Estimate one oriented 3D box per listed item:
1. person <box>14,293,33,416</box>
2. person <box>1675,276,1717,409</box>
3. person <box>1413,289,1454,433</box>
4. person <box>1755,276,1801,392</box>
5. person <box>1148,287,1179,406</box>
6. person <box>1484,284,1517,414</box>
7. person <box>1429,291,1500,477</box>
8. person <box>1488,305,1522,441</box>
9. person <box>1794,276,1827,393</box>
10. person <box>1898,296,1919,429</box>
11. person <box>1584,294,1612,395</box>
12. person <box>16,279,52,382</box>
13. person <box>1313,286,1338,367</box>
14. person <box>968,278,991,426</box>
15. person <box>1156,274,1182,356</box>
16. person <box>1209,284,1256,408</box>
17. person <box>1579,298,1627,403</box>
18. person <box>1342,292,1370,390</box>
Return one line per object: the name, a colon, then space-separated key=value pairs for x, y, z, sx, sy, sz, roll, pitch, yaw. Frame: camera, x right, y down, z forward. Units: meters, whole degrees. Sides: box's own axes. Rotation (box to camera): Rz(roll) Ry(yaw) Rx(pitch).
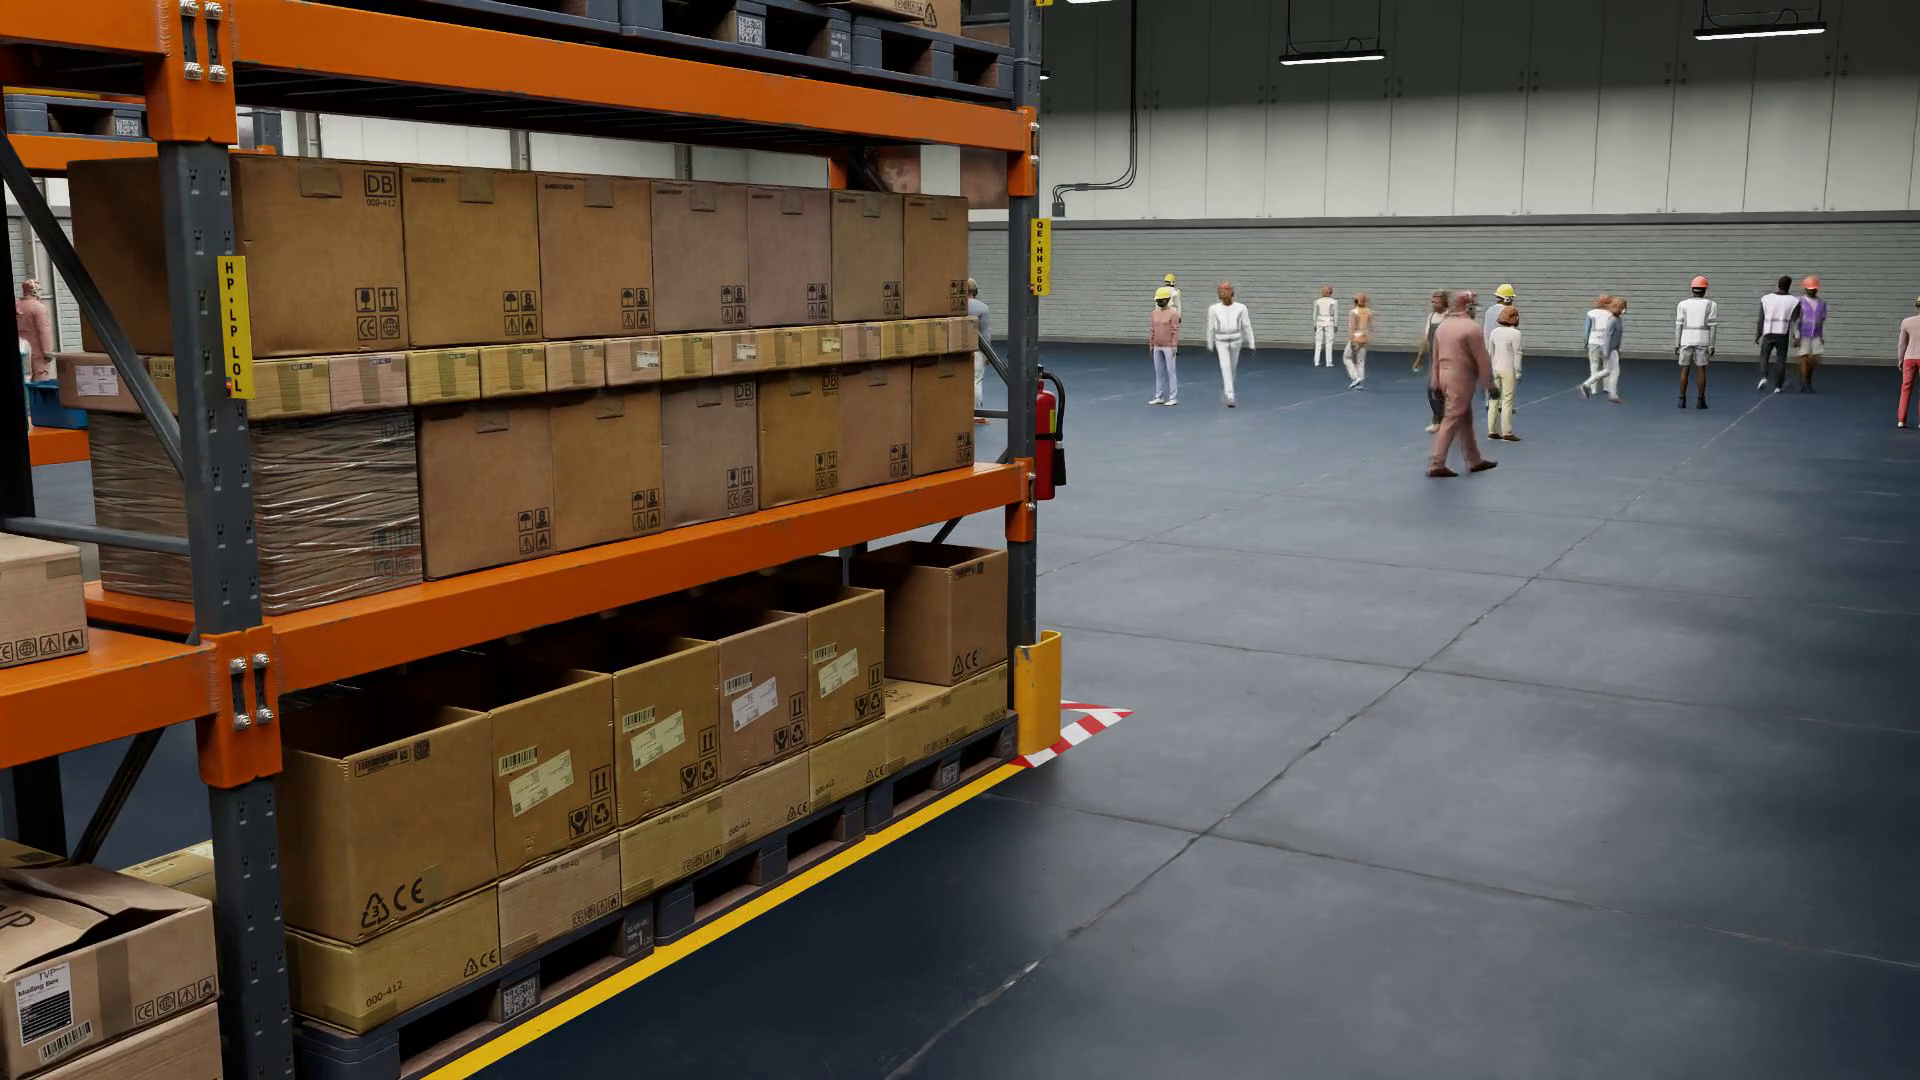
person: x=-7.247 y=-0.890 z=12.431 sx=0.689 sy=2.017 sz=0.642 roll=6 pitch=12 yaw=33
person: x=10.763 y=-2.885 z=24.341 sx=0.551 sy=1.932 sz=0.377 roll=5 pitch=11 yaw=28
person: x=5.981 y=-2.235 z=20.891 sx=0.556 sy=1.813 sz=0.547 roll=-2 pitch=10 yaw=-11
person: x=13.385 y=-3.364 z=27.219 sx=0.658 sy=1.907 sz=0.478 roll=6 pitch=12 yaw=33
person: x=3.040 y=-2.889 z=24.884 sx=0.524 sy=1.761 sz=0.333 roll=9 pitch=13 yaw=44
person: x=7.682 y=-2.703 z=23.574 sx=0.404 sy=1.831 sz=0.600 roll=-3 pitch=10 yaw=-18
person: x=5.164 y=-1.566 z=16.814 sx=0.929 sy=1.866 sz=0.645 roll=-2 pitch=10 yaw=-12
person: x=6.587 y=-2.008 z=20.085 sx=0.280 sy=1.634 sz=0.498 roll=-5 pitch=11 yaw=-25
person: x=13.821 y=-3.343 z=27.092 sx=0.553 sy=1.911 sz=0.445 roll=0 pitch=10 yaw=0
person: x=12.388 y=-2.307 z=21.451 sx=0.317 sy=1.767 sz=0.535 roll=-8 pitch=12 yaw=-38
person: x=10.358 y=-3.160 z=26.877 sx=0.523 sy=1.621 sz=0.647 roll=4 pitch=11 yaw=23
person: x=-12.700 y=-2.619 z=22.865 sx=0.642 sy=1.909 sz=0.399 roll=5 pitch=11 yaw=27
person: x=7.371 y=-4.304 z=33.556 sx=0.511 sy=1.631 sz=0.316 roll=6 pitch=11 yaw=31
person: x=0.129 y=-2.464 z=21.865 sx=0.630 sy=1.940 sz=0.372 roll=5 pitch=11 yaw=29
person: x=4.651 y=-4.994 z=37.010 sx=0.587 sy=1.826 sz=0.404 roll=4 pitch=11 yaw=24
person: x=4.035 y=-2.898 z=24.758 sx=0.684 sy=1.830 sz=1.028 roll=1 pitch=10 yaw=5
person: x=9.808 y=-2.879 z=25.251 sx=0.632 sy=1.605 sz=0.511 roll=5 pitch=11 yaw=27
person: x=6.626 y=-3.313 z=27.754 sx=0.519 sy=1.627 sz=0.372 roll=-7 pitch=12 yaw=-34
